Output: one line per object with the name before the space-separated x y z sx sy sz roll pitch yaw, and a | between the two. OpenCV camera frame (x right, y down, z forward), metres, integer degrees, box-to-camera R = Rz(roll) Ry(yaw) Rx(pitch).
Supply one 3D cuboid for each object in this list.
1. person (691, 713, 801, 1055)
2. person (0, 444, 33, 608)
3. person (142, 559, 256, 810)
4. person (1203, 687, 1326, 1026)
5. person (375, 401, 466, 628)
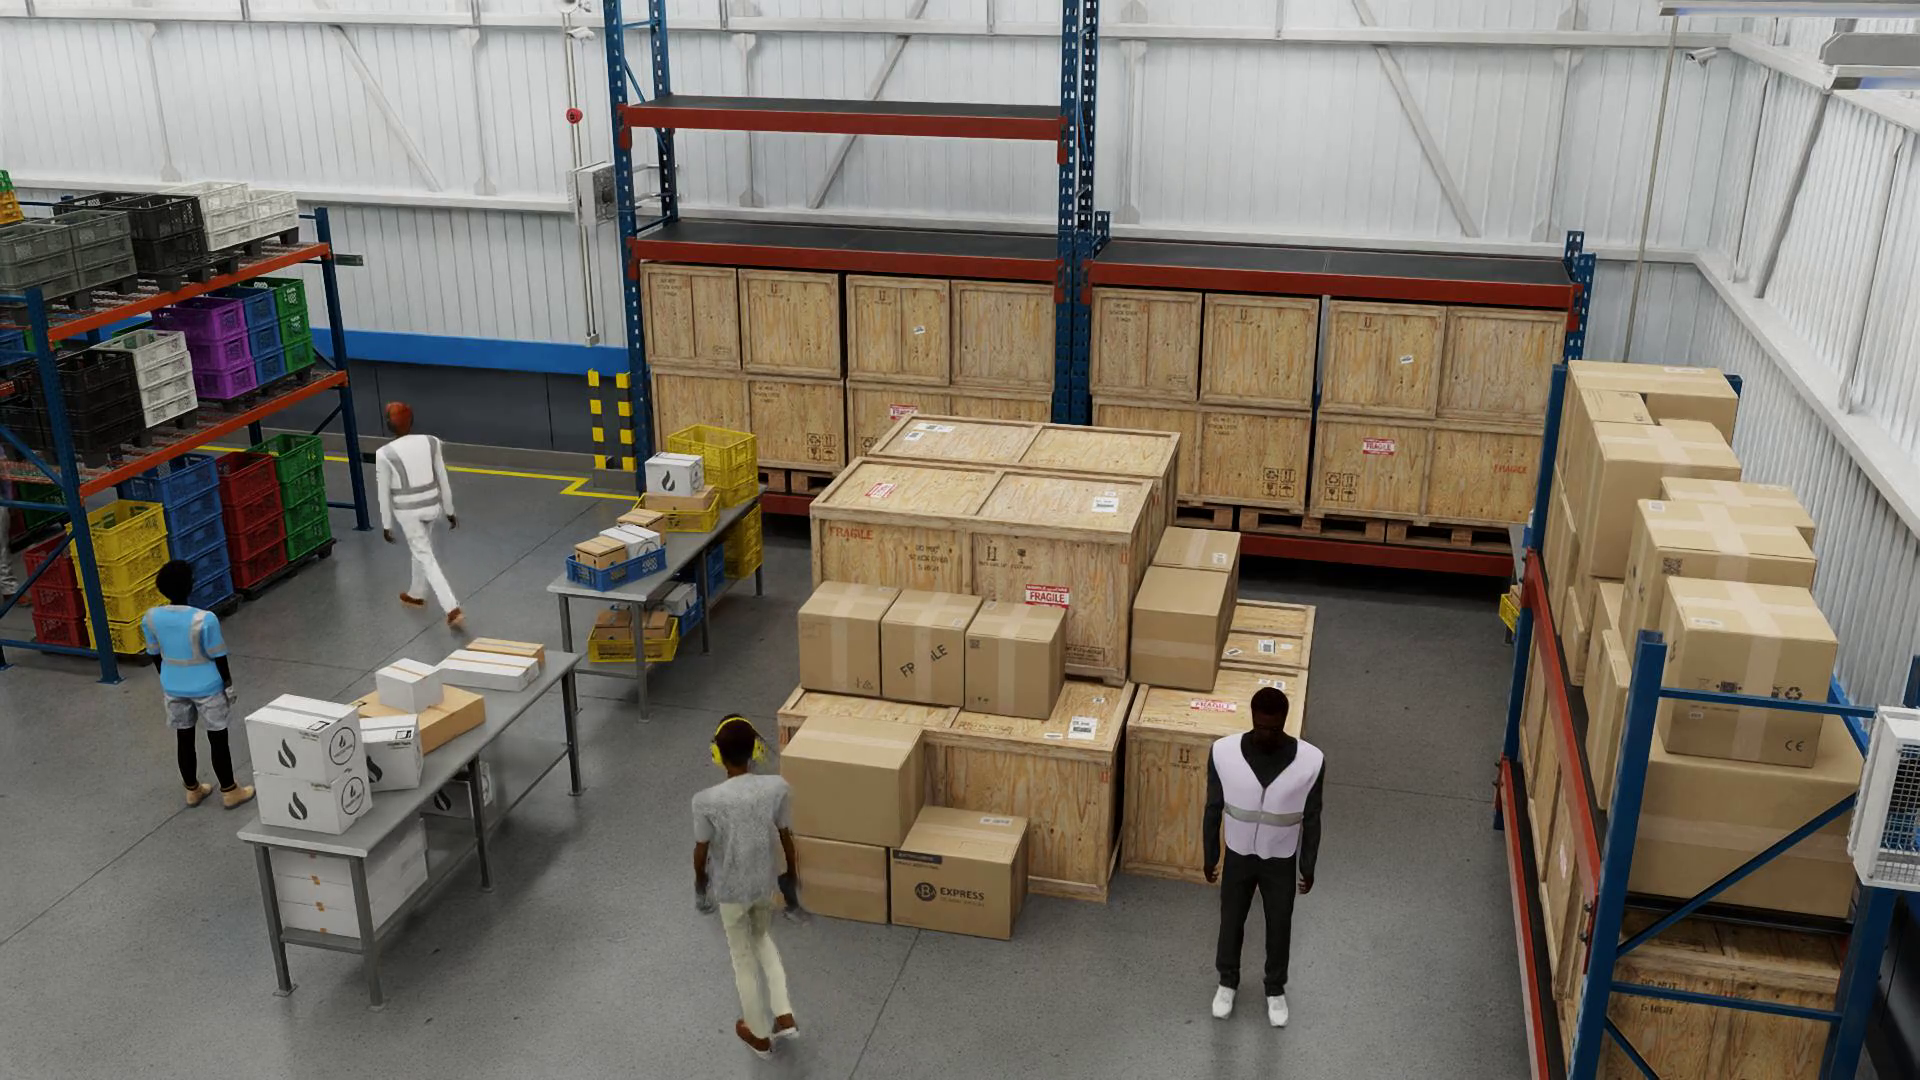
person | -1.080 1.732 8.299 0.500 1.842 0.404 -13 24 -31
person | -7.998 -0.307 13.503 0.372 1.932 0.635 11 24 27
person | -4.866 0.927 10.593 0.535 1.700 0.318 3 21 8
person | 1.543 1.601 8.548 0.592 1.911 0.390 4 21 11
person | -4.332 -0.205 13.381 0.993 1.840 0.585 16 26 36
